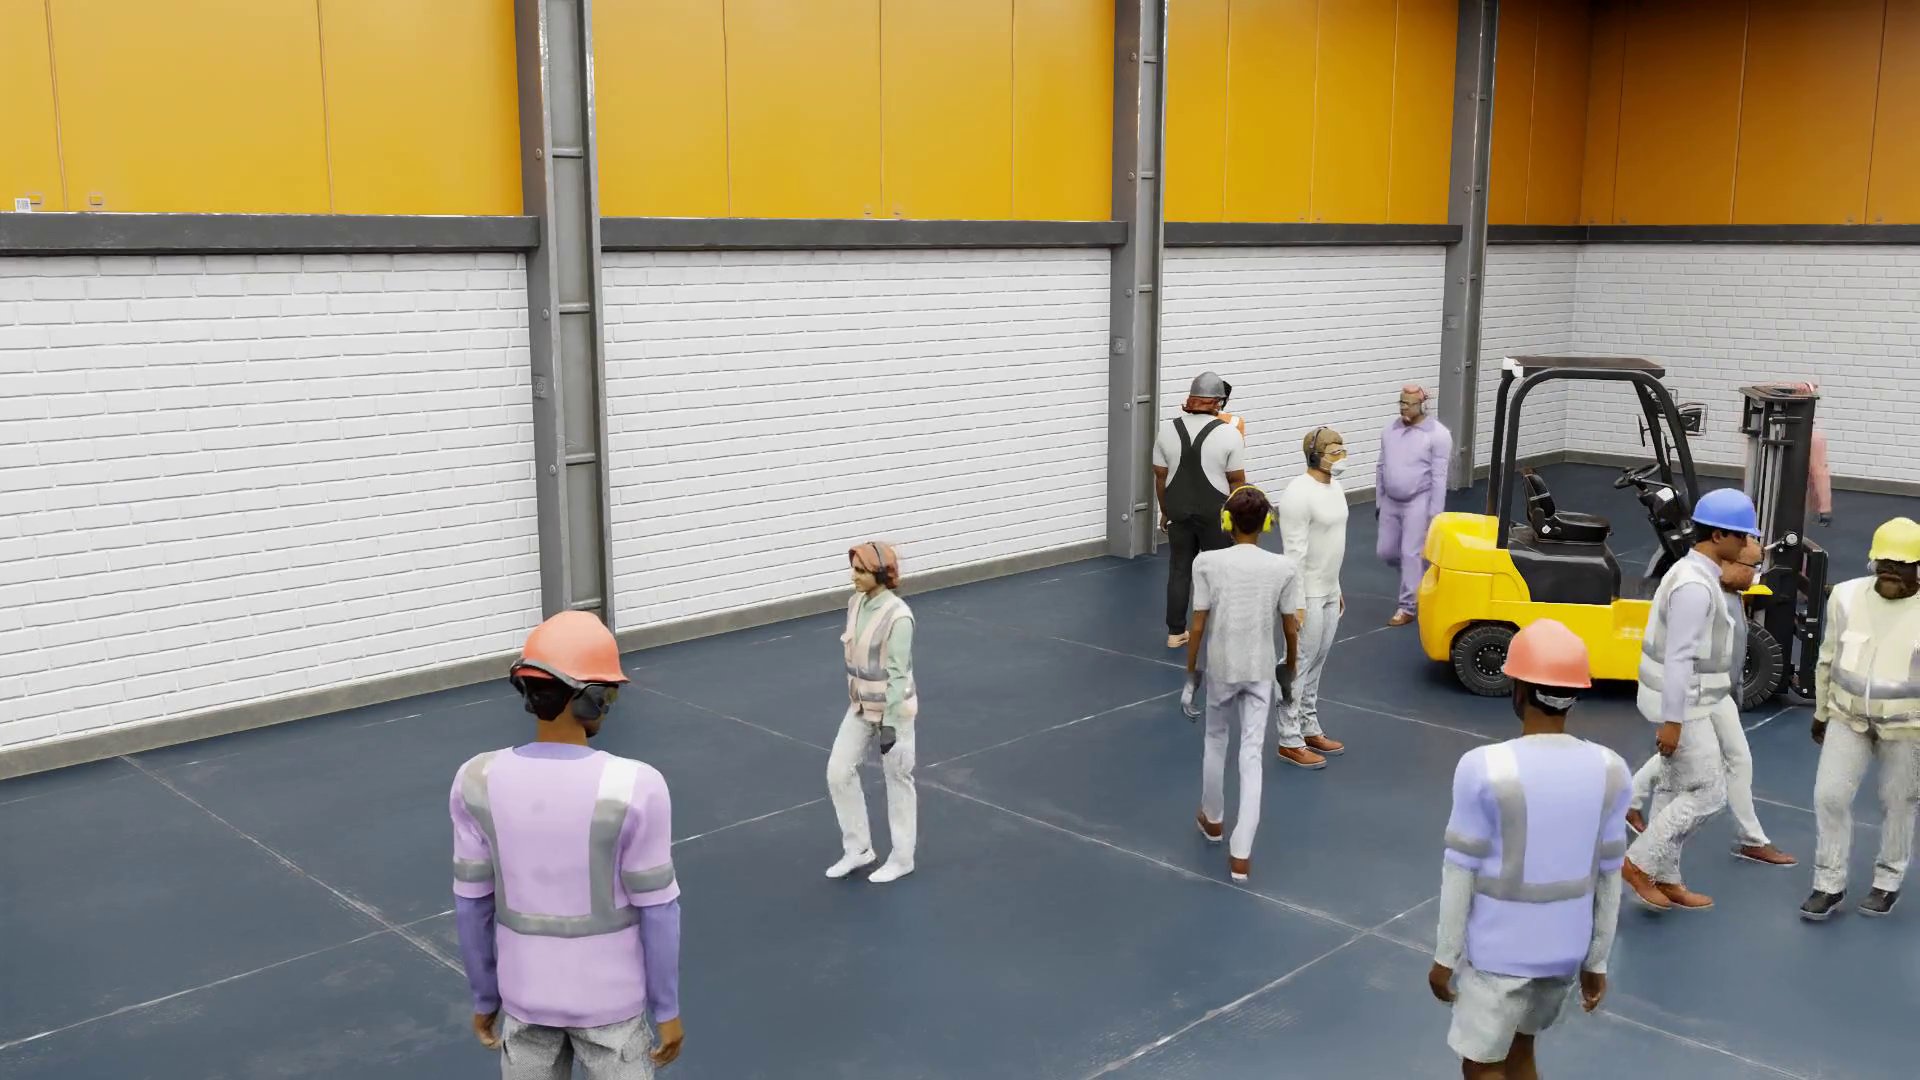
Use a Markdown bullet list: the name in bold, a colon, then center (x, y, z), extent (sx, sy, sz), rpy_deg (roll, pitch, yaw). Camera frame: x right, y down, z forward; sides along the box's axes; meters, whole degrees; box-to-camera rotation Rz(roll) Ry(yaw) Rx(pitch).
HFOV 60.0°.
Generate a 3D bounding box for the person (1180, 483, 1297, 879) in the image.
- **person**: center (1.339, 0.638, 8.026), extent (0.565, 1.828, 0.868), rpy_deg (1, 10, 5)

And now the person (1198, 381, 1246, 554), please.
- **person**: center (2.350, -0.614, 15.252), extent (0.532, 1.691, 0.318), rpy_deg (4, 11, 19)

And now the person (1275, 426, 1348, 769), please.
- **person**: center (2.025, 0.314, 9.507), extent (0.370, 1.941, 0.627), rpy_deg (7, 13, 34)

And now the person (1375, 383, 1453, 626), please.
- **person**: center (3.514, -0.284, 12.958), extent (0.555, 1.886, 0.651), rpy_deg (-8, 13, -37)

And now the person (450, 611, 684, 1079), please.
- **person**: center (-1.022, 1.195, 4.449), extent (0.608, 2.033, 0.404), rpy_deg (2, 11, 12)

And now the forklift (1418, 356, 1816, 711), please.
- **forklift**: center (4.276, -0.101, 11.076), extent (2.313, 2.155, 1.214), rpy_deg (2, 11, 13)

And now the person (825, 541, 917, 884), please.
- **person**: center (-0.424, 0.811, 7.645), extent (0.541, 1.617, 0.538), rpy_deg (-7, 13, -34)

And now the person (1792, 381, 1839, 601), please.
- **person**: center (6.691, -0.333, 13.246), extent (1.005, 1.854, 0.672), rpy_deg (-2, 11, -9)

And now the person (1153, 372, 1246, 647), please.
- **person**: center (1.778, -0.214, 12.112), extent (0.687, 2.000, 0.535), rpy_deg (6, 12, 31)

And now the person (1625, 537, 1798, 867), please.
- **person**: center (3.645, 0.745, 8.132), extent (0.871, 1.587, 0.506), rpy_deg (6, 12, 30)

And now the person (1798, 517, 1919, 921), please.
- **person**: center (3.972, 0.800, 7.209), extent (0.703, 1.803, 0.622), rpy_deg (-9, 14, -42)

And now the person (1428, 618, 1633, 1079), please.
- **person**: center (1.690, 1.187, 4.833), extent (0.548, 1.909, 0.753), rpy_deg (-3, 11, -16)

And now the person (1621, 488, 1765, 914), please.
- **person**: center (3.221, 0.723, 7.311), extent (0.461, 1.924, 0.634), rpy_deg (4, 11, 23)
